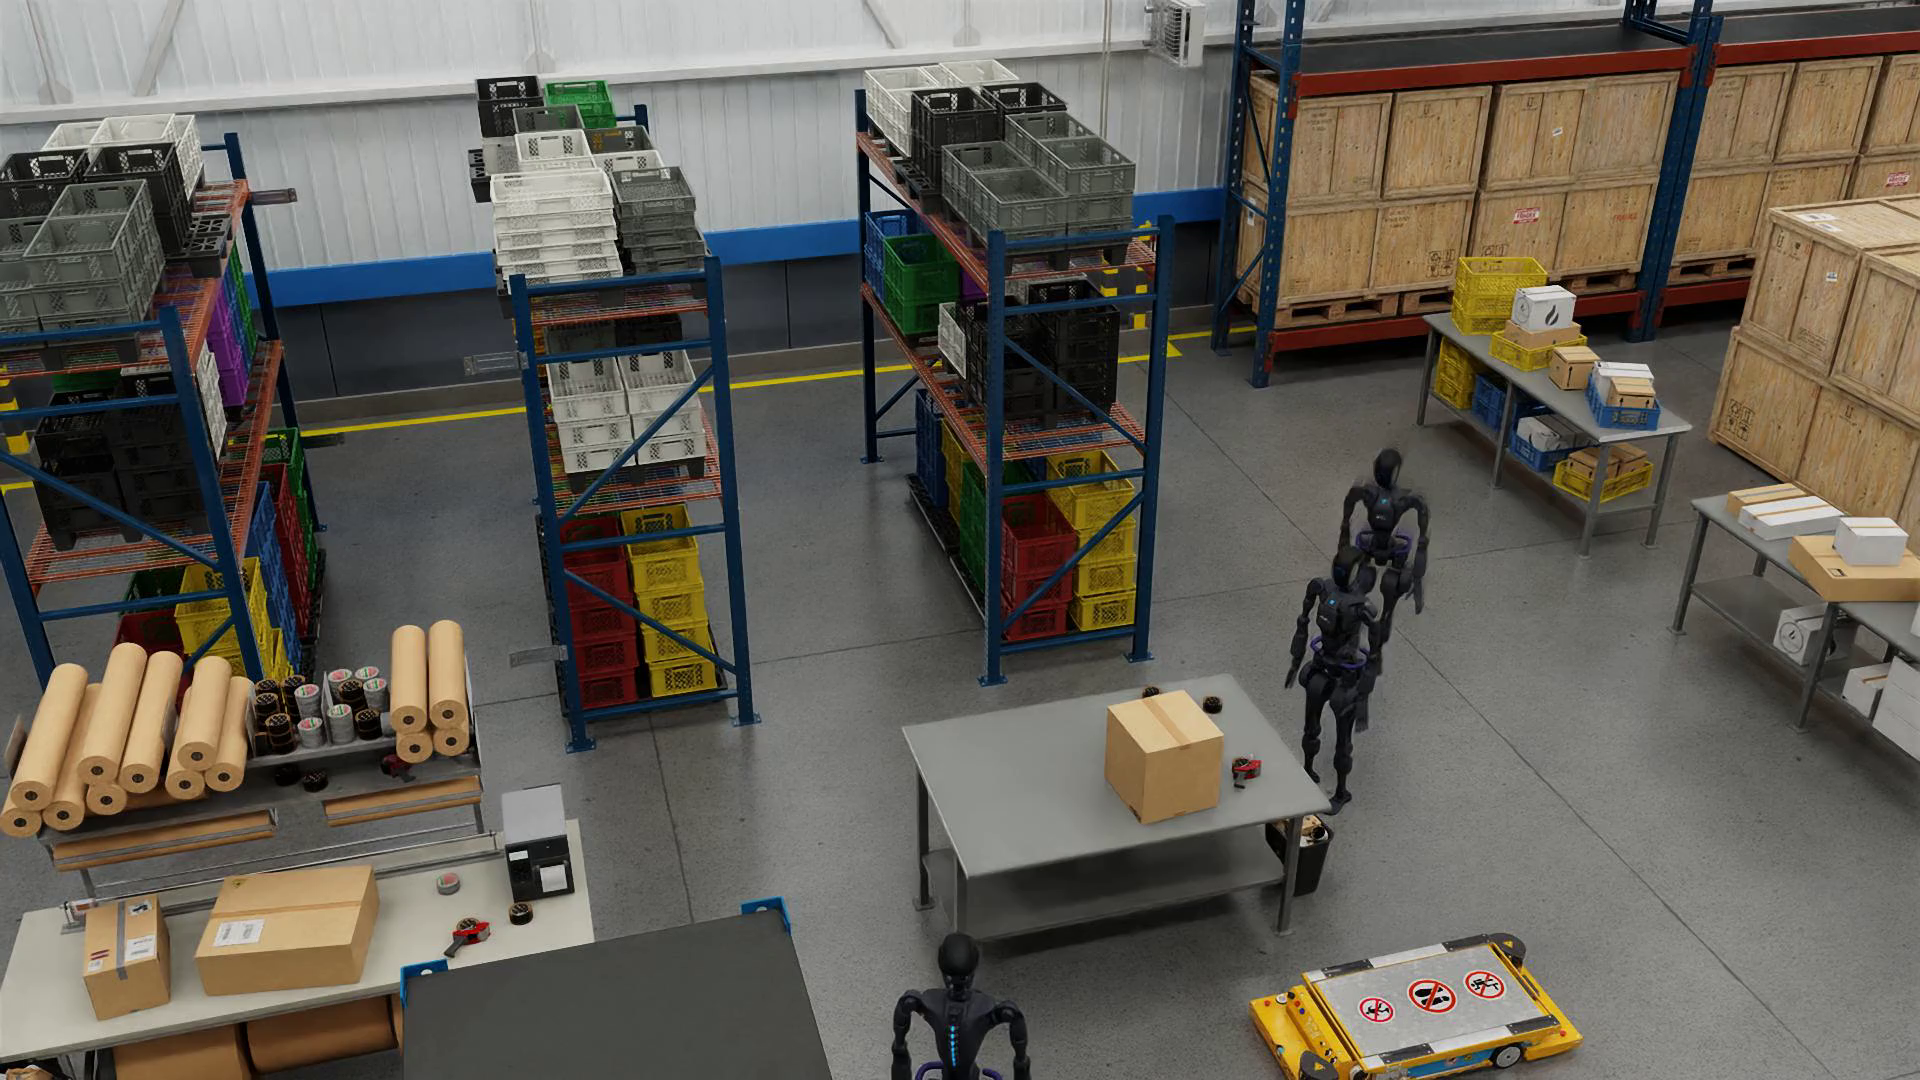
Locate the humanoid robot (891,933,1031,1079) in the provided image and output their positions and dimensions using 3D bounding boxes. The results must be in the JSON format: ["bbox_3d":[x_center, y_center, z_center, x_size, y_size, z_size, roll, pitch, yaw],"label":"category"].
[{"bbox_3d":[0.008,2.242,6.616,0.582,1.652,0.337,5,29,10],"label":"humanoid robot"}]

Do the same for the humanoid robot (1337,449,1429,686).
[{"bbox_3d":[2.613,0.203,10.353,0.565,1.631,0.699,9,30,17],"label":"humanoid robot"}]

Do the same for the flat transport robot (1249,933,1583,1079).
[{"bbox_3d":[2.184,2.282,7.980,1.431,0.197,0.652,-8,30,-14],"label":"flat transport robot"}]

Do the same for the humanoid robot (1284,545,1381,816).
[{"bbox_3d":[2.080,0.769,9.283,0.314,1.661,0.608,-21,35,-33],"label":"humanoid robot"}]
